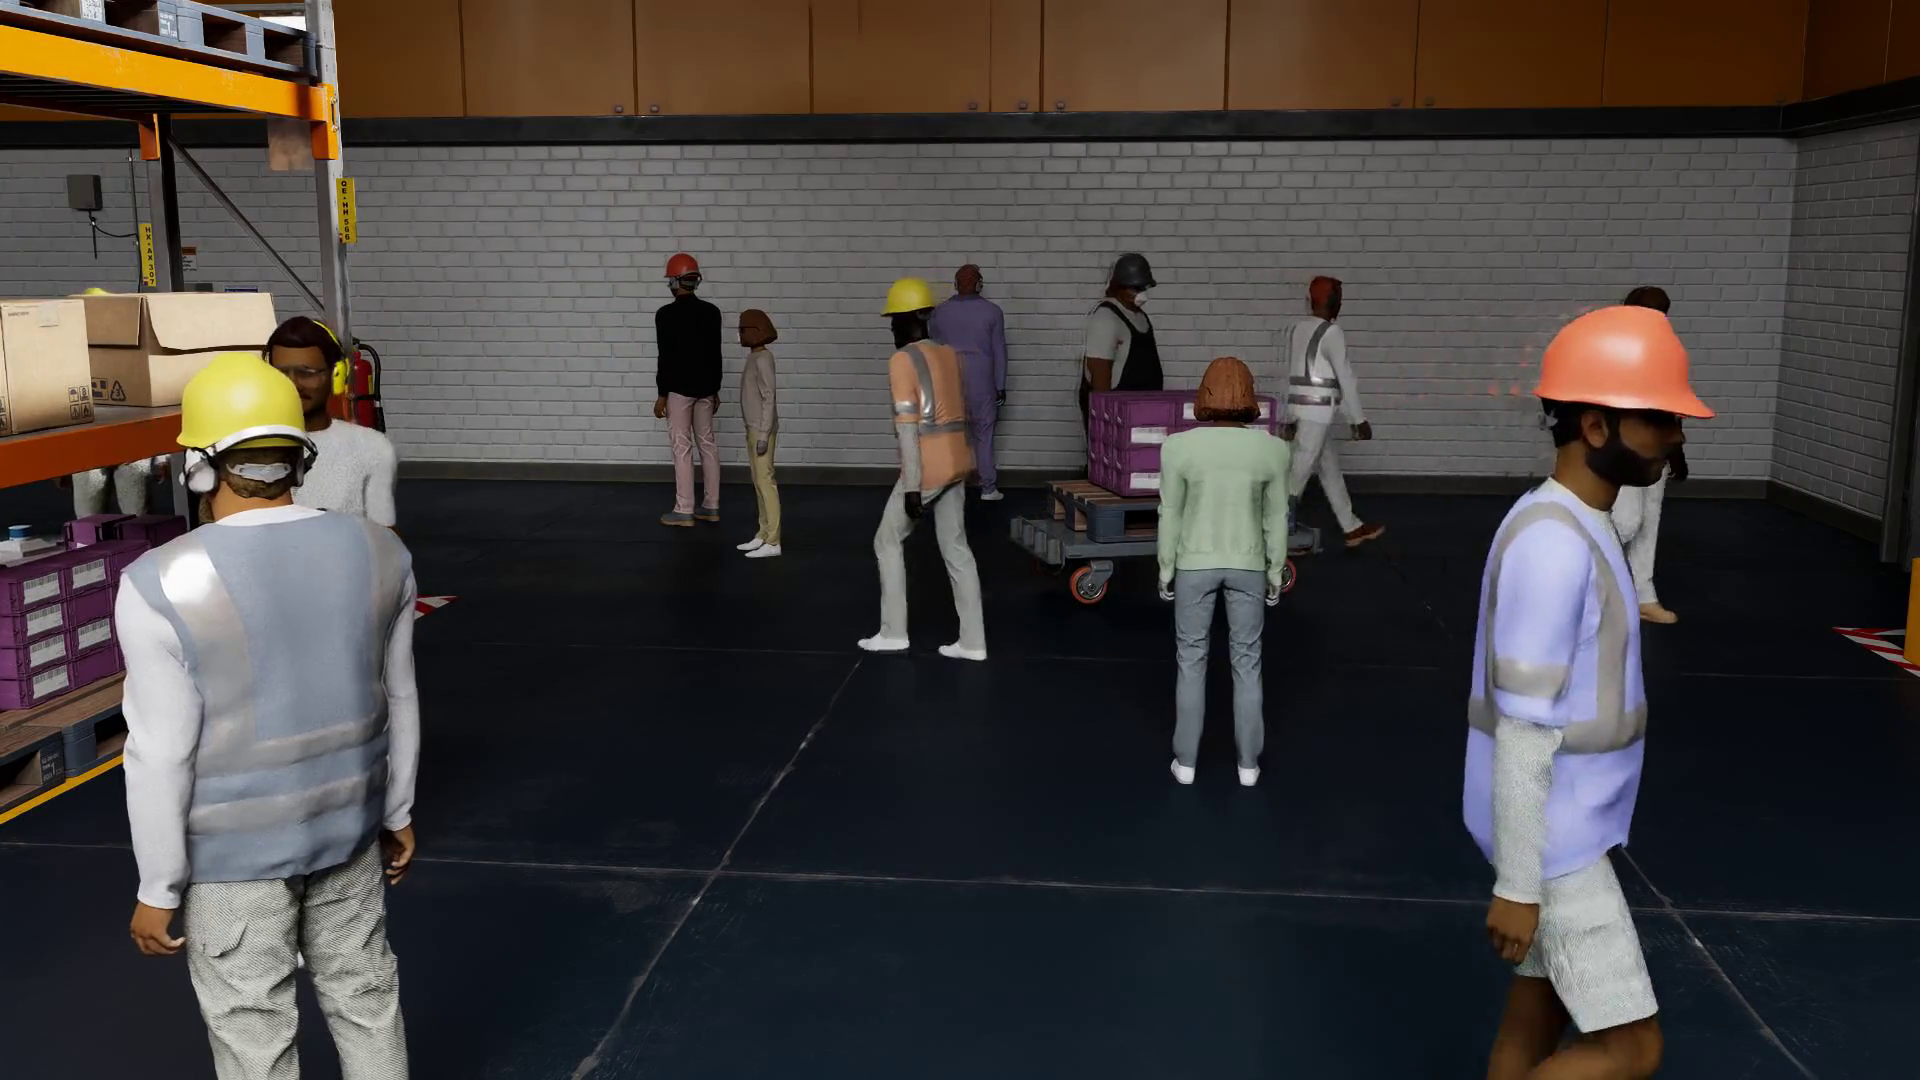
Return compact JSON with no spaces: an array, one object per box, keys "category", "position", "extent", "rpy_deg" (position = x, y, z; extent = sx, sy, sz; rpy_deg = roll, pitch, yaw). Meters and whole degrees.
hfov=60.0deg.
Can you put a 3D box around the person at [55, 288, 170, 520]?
[{"category":"person","position":[-4.656,-0.467,9.142],"extent":[0.605,1.814,0.433],"rpy_deg":[-5,11,-26]}]

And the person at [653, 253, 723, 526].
[{"category":"person","position":[-2.009,-1.102,12.251],"extent":[0.390,1.992,0.624],"rpy_deg":[8,12,37]}]

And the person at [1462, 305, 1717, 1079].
[{"category":"person","position":[1.145,0.532,3.104],"extent":[0.398,1.922,0.567],"rpy_deg":[4,11,21]}]

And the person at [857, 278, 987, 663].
[{"category":"person","position":[-0.188,-0.336,8.200],"extent":[0.763,1.881,0.602],"rpy_deg":[6,12,33]}]

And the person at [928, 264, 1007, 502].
[{"category":"person","position":[0.080,-1.256,13.382],"extent":[0.637,1.911,0.403],"rpy_deg":[3,10,16]}]

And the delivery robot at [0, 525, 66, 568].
[{"category":"delivery robot","position":[-4.983,0.164,8.855],"extent":[0.477,0.478,0.707],"rpy_deg":[3,10,18]}]

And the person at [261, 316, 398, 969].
[{"category":"person","position":[-1.915,0.252,4.954],"extent":[0.533,1.846,0.824],"rpy_deg":[-1,10,-6]}]

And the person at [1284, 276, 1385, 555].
[{"category":"person","position":[2.468,-0.811,11.042],"extent":[0.969,1.829,0.594],"rpy_deg":[-2,10,-11]}]

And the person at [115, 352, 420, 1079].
[{"category":"person","position":[-1.320,0.558,3.213],"extent":[0.404,1.830,0.599],"rpy_deg":[7,12,36]}]

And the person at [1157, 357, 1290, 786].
[{"category":"person","position":[0.990,0.125,6.292],"extent":[0.494,1.624,0.279],"rpy_deg":[0,10,0]}]

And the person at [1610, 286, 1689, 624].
[{"category":"person","position":[3.669,-0.461,9.057],"extent":[0.653,1.830,0.536],"rpy_deg":[-7,12,-36]}]

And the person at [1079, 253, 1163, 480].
[{"category":"person","position":[1.093,-0.918,11.069],"extent":[0.683,2.000,0.709],"rpy_deg":[5,11,27]}]

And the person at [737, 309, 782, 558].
[{"category":"person","position":[-1.335,-0.703,11.001],"extent":[0.271,1.632,0.508],"rpy_deg":[-3,10,-16]}]
